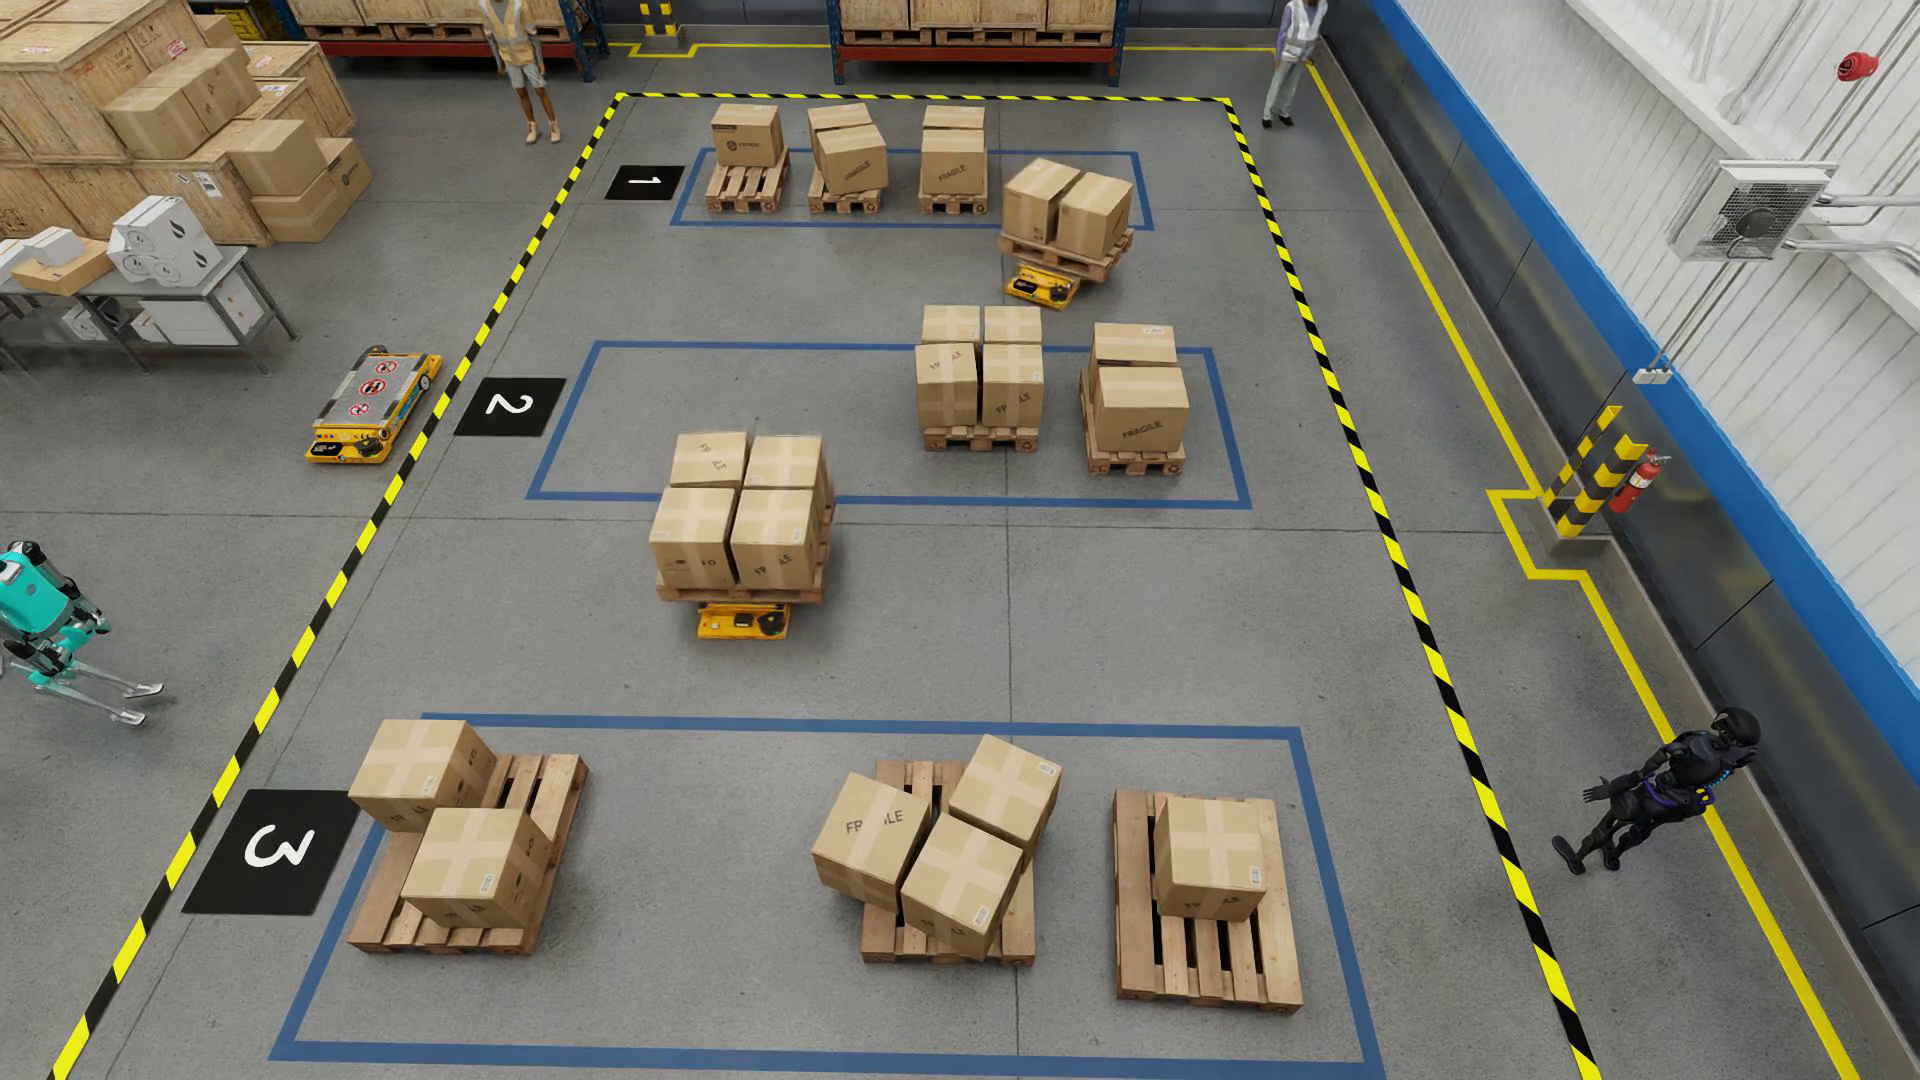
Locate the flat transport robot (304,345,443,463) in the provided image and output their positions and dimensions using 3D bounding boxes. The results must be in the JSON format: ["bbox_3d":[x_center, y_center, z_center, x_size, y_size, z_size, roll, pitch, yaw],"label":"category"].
[{"bbox_3d":[-5.383,-1.269,8.441,0.659,0.231,1.431,1,50,1],"label":"flat transport robot"}]

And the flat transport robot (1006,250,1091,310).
[{"bbox_3d":[1.114,-3.030,9.913,0.652,0.197,1.431,22,53,18],"label":"flat transport robot"}]

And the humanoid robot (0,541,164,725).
[{"bbox_3d":[-5.855,0.605,5.805,0.735,1.677,0.533,0,50,0],"label":"humanoid robot"}]

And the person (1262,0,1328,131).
[{"bbox_3d":[4.224,-6.110,11.511,0.586,1.834,0.404,-10,51,-9],"label":"person"}]

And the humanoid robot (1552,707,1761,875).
[{"bbox_3d":[3.955,1.445,5.212,0.599,1.657,0.315,-1,50,-1],"label":"humanoid robot"}]

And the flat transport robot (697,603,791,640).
[{"bbox_3d":[-1.615,0.142,7.229,0.652,0.197,1.431,1,50,1],"label":"flat transport robot"}]

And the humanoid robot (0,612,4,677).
[{"bbox_3d":[-7.137,0.256,6.233,0.551,1.840,0.869,-24,54,-19],"label":"humanoid robot"}]

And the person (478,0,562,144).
[{"bbox_3d":[-5.382,-5.881,11.183,0.606,2.044,0.368,-1,50,-1],"label":"person"}]
